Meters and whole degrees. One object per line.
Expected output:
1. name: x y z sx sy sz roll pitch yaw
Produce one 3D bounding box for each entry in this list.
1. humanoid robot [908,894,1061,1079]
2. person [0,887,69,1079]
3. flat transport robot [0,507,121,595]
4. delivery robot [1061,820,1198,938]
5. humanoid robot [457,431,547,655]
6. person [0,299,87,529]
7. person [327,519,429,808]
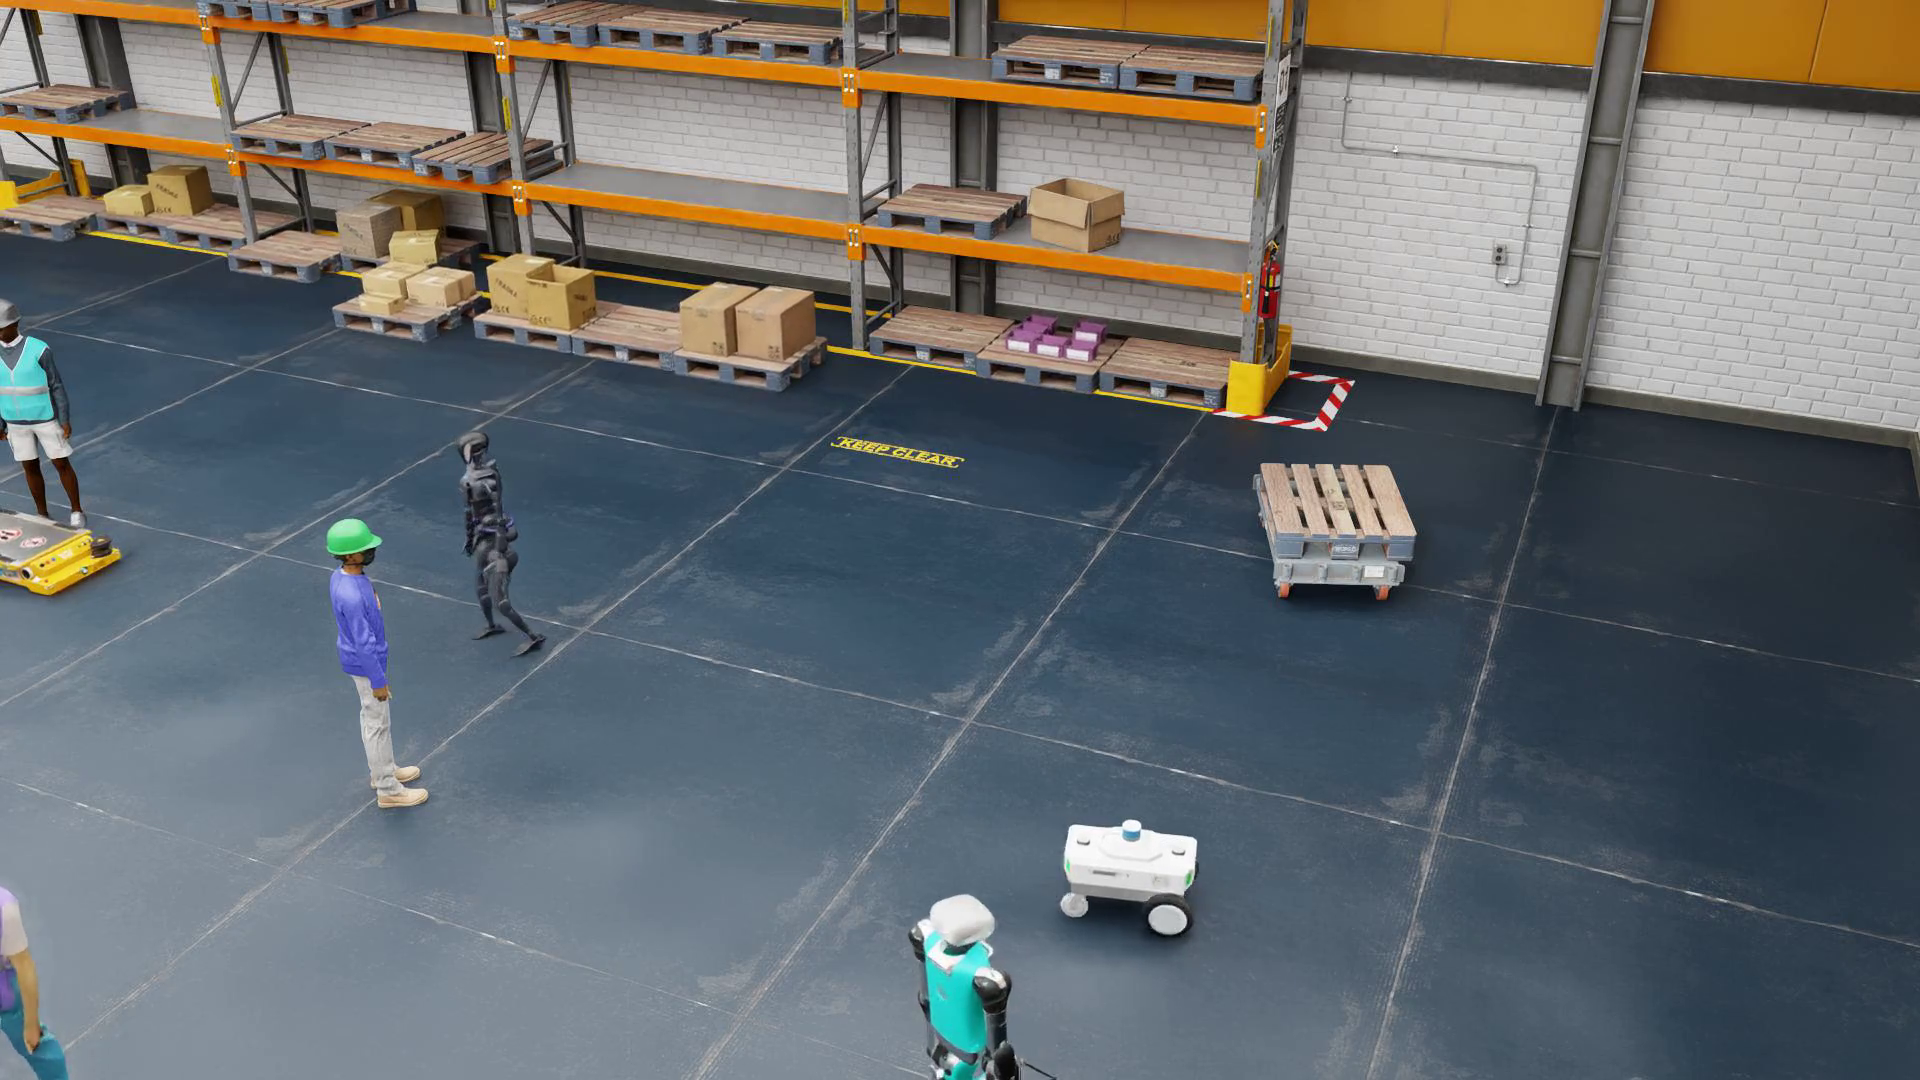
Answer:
1. humanoid robot: 0.169 2.194 7.074 0.677 1.791 0.550 -22 34 -36
2. person: -4.292 2.086 7.202 0.592 1.804 0.906 0 27 1
3. flat transport robot: -7.248 0.074 12.787 1.431 0.231 0.659 12 29 21
4. delivery robot: 0.959 1.816 9.116 0.792 0.611 0.499 5 28 9
5. humanoid robot: -3.177 0.004 11.398 0.419 1.639 0.602 -20 34 -34
6. person: -7.236 -0.962 12.976 0.569 1.937 0.423 -4 28 -7
7. person: -3.458 0.722 9.787 0.344 1.873 0.459 -12 30 -22
